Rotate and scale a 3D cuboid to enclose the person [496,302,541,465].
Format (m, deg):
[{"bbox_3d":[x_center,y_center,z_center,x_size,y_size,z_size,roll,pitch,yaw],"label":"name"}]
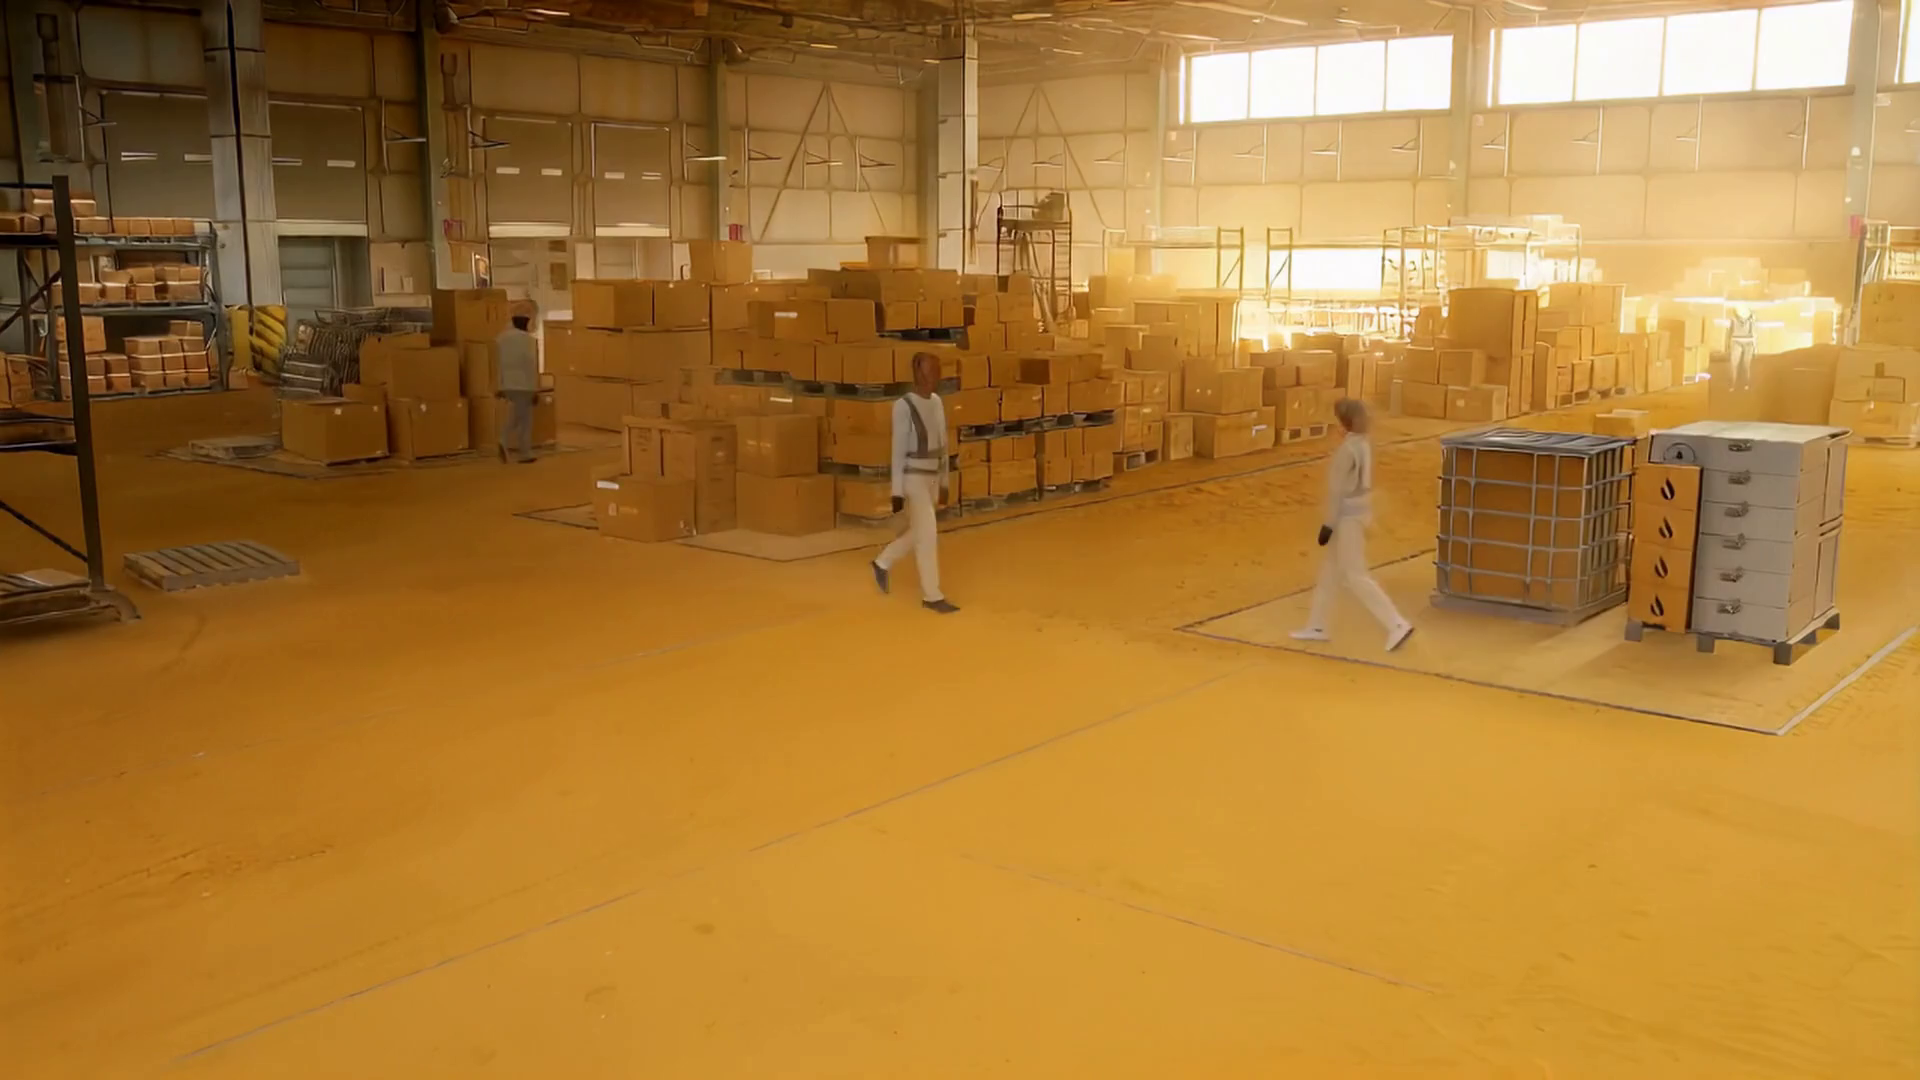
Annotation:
[{"bbox_3d":[-5.168,-1.820,19.497,0.615,1.913,0.449,6,11,29],"label":"person"}]

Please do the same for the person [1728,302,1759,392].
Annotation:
[{"bbox_3d":[13.983,-3.456,29.692,0.508,1.605,0.829,6,12,30],"label":"person"}]

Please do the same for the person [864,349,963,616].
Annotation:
[{"bbox_3d":[-0.339,-0.415,11.681,0.817,1.862,0.585,6,12,31],"label":"person"}]

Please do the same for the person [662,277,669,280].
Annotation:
[{"bbox_3d":[-6.343,-4.702,35.897,0.634,1.928,0.391,-5,11,-28],"label":"person"}]

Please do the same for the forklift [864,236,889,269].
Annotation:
[{"bbox_3d":[-1.954,-5.812,39.481,1.873,2.768,1.129,2,10,12],"label":"forklift"}]

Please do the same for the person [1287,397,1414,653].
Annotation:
[{"bbox_3d":[2.510,-0.100,10.556,0.769,1.611,0.511,4,11,20],"label":"person"}]

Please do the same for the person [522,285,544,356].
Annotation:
[{"bbox_3d":[-10.041,-5.141,39.052,0.361,1.686,0.549,7,12,34],"label":"person"}]

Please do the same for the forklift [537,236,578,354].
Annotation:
[{"bbox_3d":[-9.435,-5.765,39.216,1.873,2.768,1.129,8,13,40],"label":"forklift"}]

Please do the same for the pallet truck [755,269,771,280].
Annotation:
[{"bbox_3d":[-4.996,-6.432,45.525,1.885,1.965,0.823,-6,12,-32],"label":"pallet truck"}]
